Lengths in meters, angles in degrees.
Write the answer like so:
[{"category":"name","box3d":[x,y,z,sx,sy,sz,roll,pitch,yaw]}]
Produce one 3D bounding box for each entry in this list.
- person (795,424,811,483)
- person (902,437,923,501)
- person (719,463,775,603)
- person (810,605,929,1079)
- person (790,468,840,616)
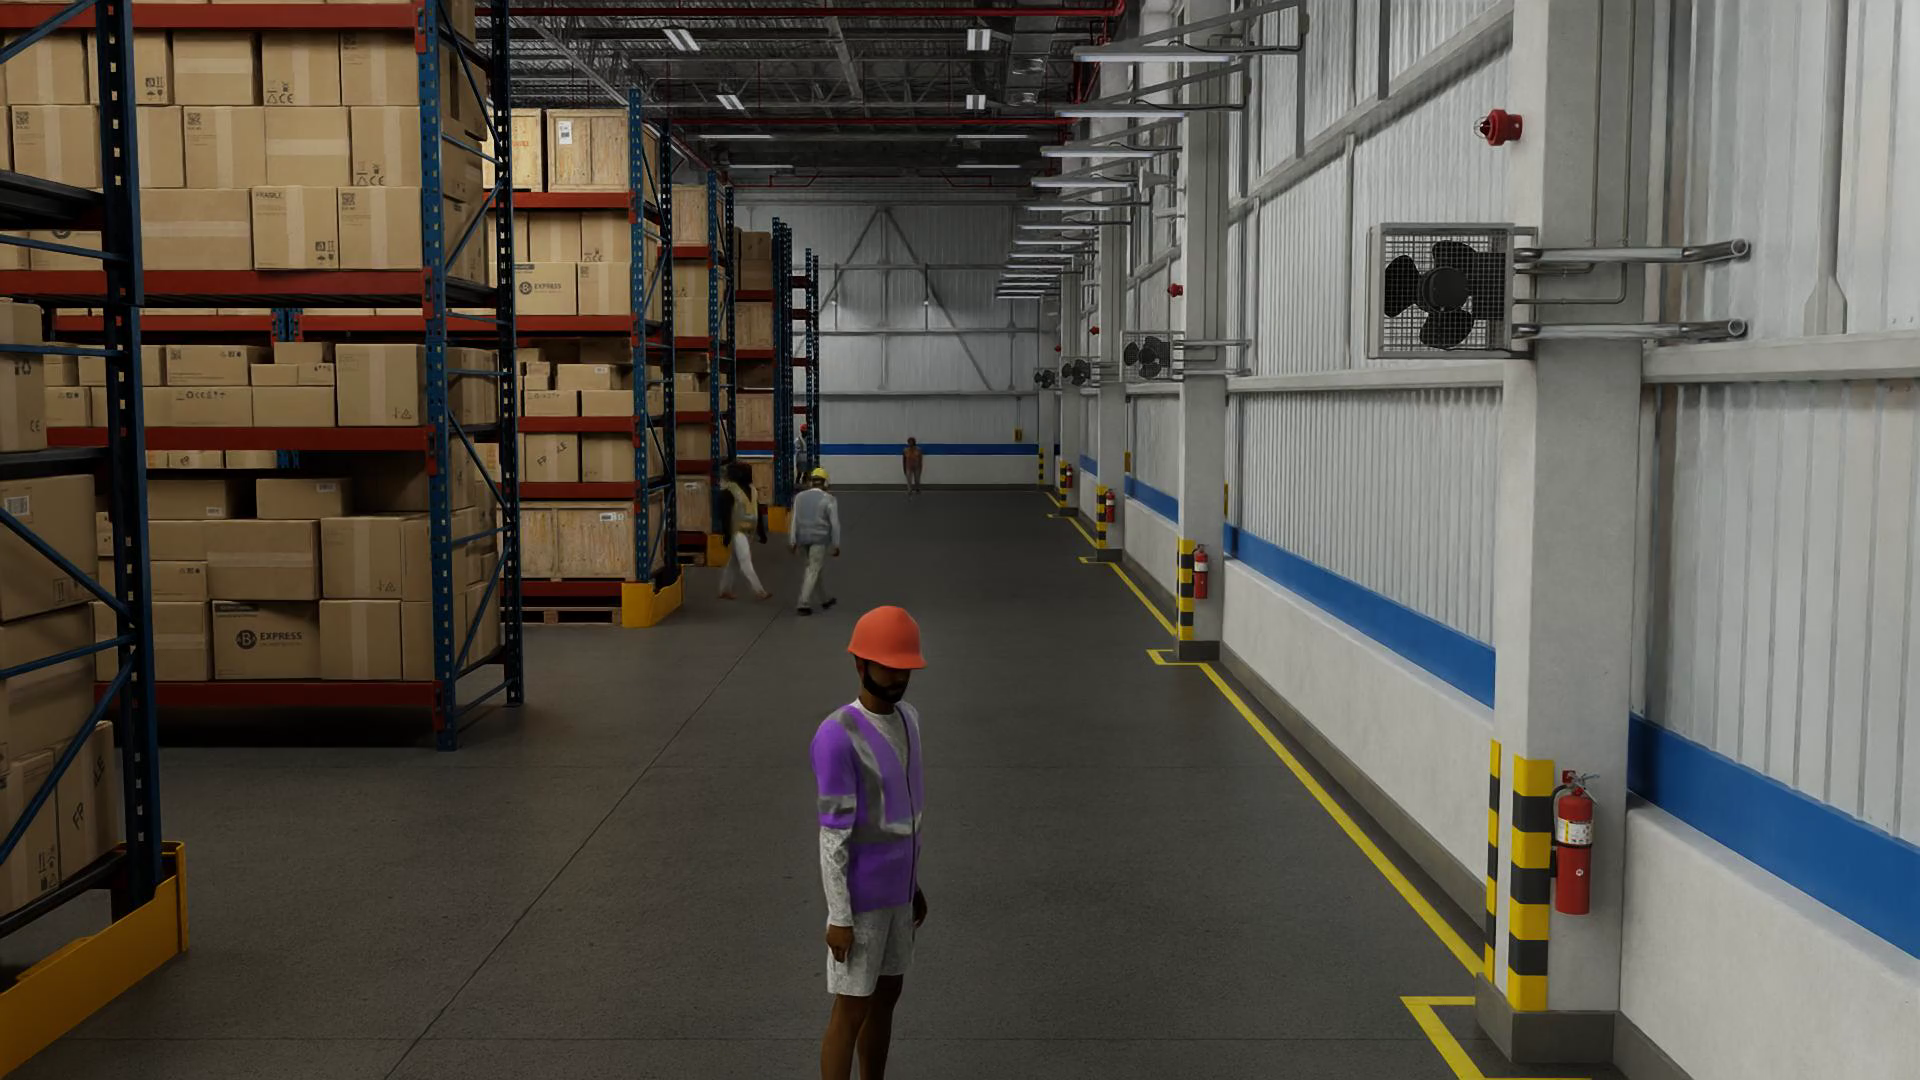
[{"category":"person","box3d":[-4.153,-2.125,44.239,0.426,1.924,0.559,4,6,36]},{"category":"person","box3d":[-1.205,-1.800,42.110,0.534,1.624,0.370,1,5,6]},{"category":"person","box3d":[-2.749,-0.089,21.261,0.989,1.787,0.624,3,6,29]},{"category":"person","box3d":[-0.265,1.179,5.623,0.369,1.933,0.551,3,6,28]},{"category":"person","box3d":[-1.718,0.019,20.083,0.602,1.765,0.912,3,6,30]}]
